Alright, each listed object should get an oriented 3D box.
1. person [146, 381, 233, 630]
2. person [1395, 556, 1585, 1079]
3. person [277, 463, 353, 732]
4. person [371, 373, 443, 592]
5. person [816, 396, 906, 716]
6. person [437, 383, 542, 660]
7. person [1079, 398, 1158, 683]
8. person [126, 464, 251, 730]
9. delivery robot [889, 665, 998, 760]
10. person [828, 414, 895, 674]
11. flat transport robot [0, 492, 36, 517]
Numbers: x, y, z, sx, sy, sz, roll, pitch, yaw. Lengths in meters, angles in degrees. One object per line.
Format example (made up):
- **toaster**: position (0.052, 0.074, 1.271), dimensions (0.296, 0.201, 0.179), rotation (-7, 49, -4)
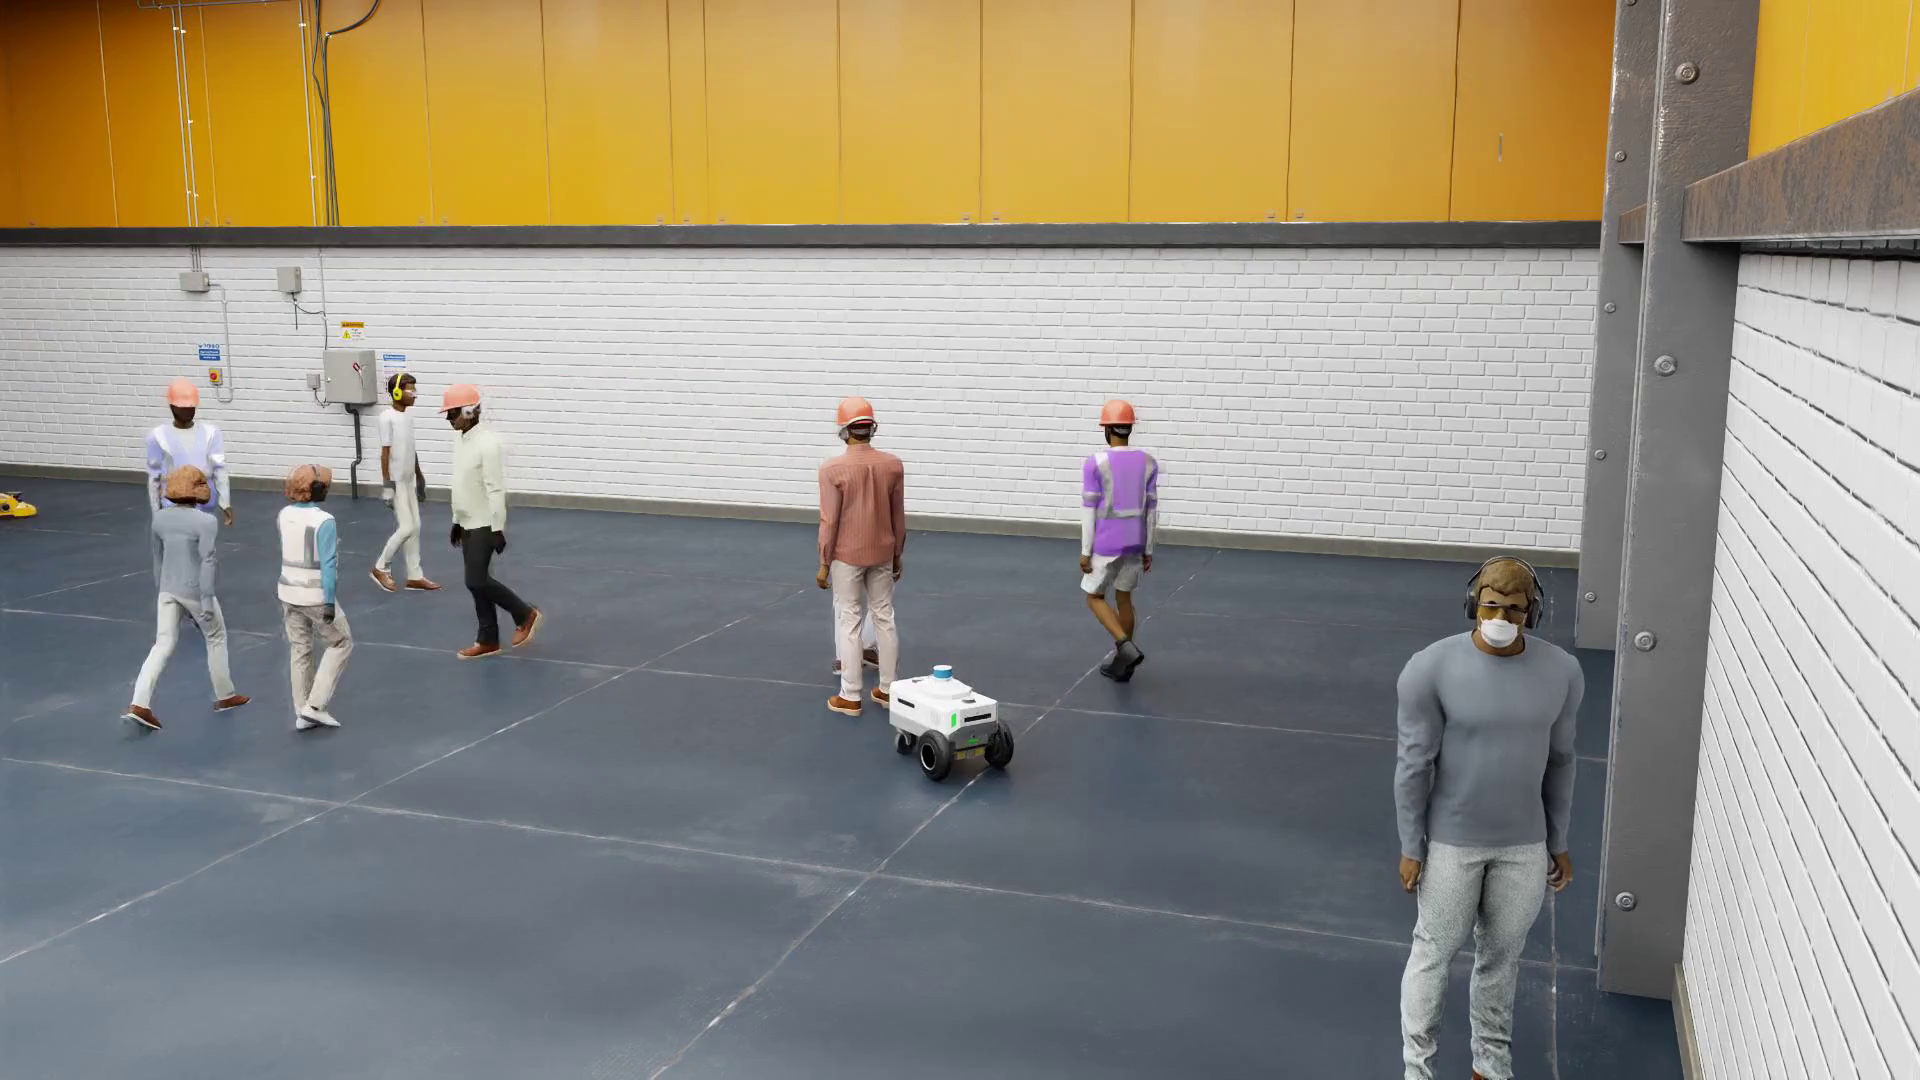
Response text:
- **person**: position (-5.883, -0.271, 12.767), dimensions (0.545, 1.882, 0.985), rotation (-8, 13, -38)
- **person**: position (1.737, 0.997, 5.499), dimensions (0.628, 1.936, 0.375), rotation (-1, 10, -8)
- **person**: position (-3.882, 0.355, 9.977), dimensions (0.531, 1.624, 0.354), rotation (6, 12, 30)
- **person**: position (-4.672, -0.469, 13.974), dimensions (0.466, 1.857, 0.593), rotation (1, 10, 7)
- **person**: position (-0.628, 0.096, 10.413), dimensions (0.623, 1.989, 0.400), rotation (-7, 12, -34)
- **person**: position (-3.367, -0.126, 11.765), dimensions (0.539, 1.966, 0.612), rotation (-7, 12, -36)
- **person**: position (1.076, 0.029, 11.002), dimensions (0.546, 1.916, 0.576), rotation (-5, 11, -25)
- **person**: position (-4.781, 0.342, 10.171), dimensions (0.506, 1.593, 0.860), rotation (3, 11, 18)
- **delivery robot**: position (-0.099, 0.951, 9.384), dimensions (0.477, 0.478, 0.707), rotation (-7, 12, -34)
- **person**: position (-0.691, -0.003, 11.383), dimensions (0.562, 1.847, 0.508), rotation (9, 13, 41)
- **flat transport robot**: position (-10.684, -0.326, 17.639), dimensions (1.431, 0.197, 0.652), rotation (-9, 14, -42)
